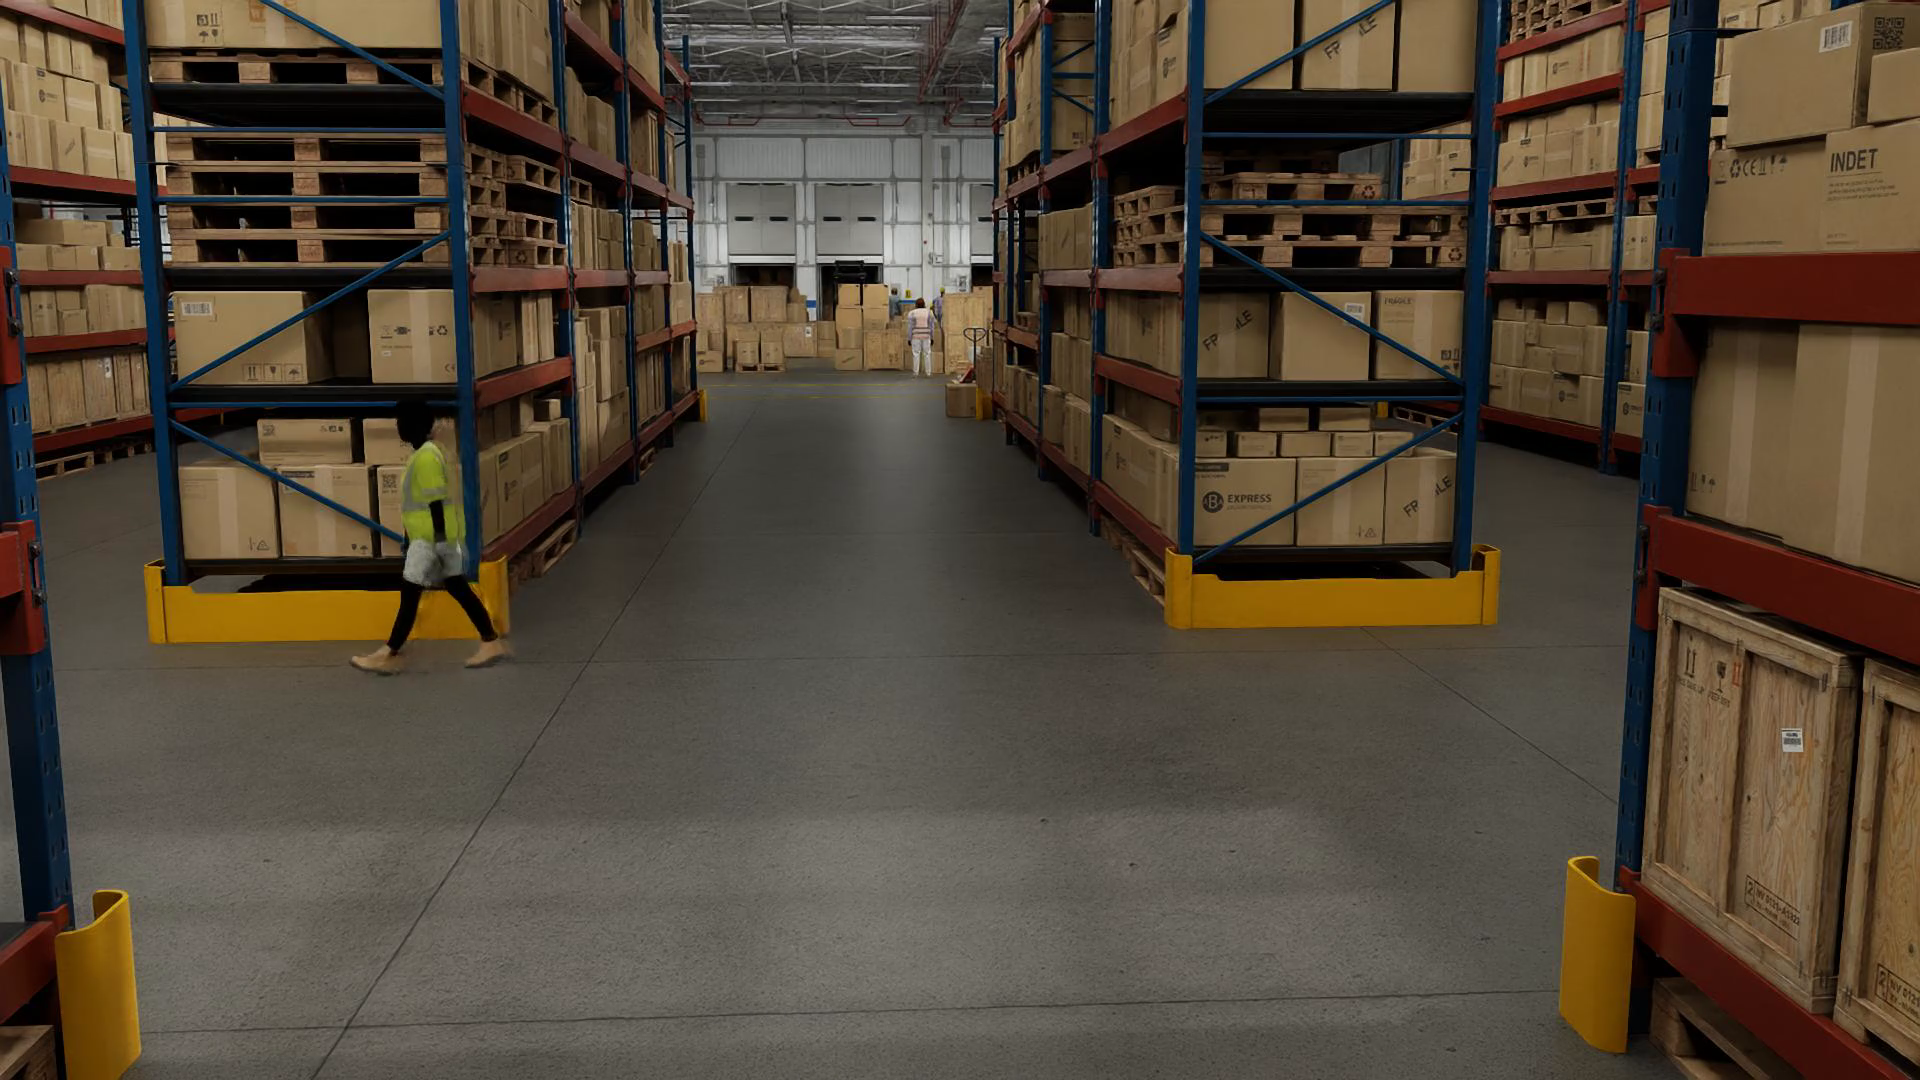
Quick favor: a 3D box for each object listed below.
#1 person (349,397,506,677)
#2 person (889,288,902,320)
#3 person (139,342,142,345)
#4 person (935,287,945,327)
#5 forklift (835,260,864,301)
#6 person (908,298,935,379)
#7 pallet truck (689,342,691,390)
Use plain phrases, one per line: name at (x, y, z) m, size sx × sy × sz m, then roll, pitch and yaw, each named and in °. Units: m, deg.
person at (-3.145, -0.025, 9.841) m, size 0.899 × 1.635 × 0.547 m, roll -3°, pitch 10°, yaw -19°
person at (-2.304, -7.828, 57.976) m, size 0.634 × 1.929 × 0.381 m, roll 3°, pitch 10°, yaw 20°
person at (-23.277, -6.113, 47.404) m, size 0.521 × 1.864 × 0.336 m, roll 1°, pitch 9°, yaw 9°
person at (-0.635, -8.309, 60.985) m, size 0.587 × 1.928 × 0.381 m, roll -1°, pitch 9°, yaw -4°
forklift at (-3.500, -7.489, 52.851) m, size 1.129 × 2.768 × 1.873 m, roll -1°, pitch 9°, yaw -4°
person at (-0.893, -4.589, 37.901) m, size 0.627 × 1.843 × 0.429 m, roll -2°, pitch 9°, yaw -11°
pallet truck at (-5.225, -3.008, 27.480) m, size 1.885 × 1.965 × 0.823 m, roll 2°, pitch 9°, yaw 14°
